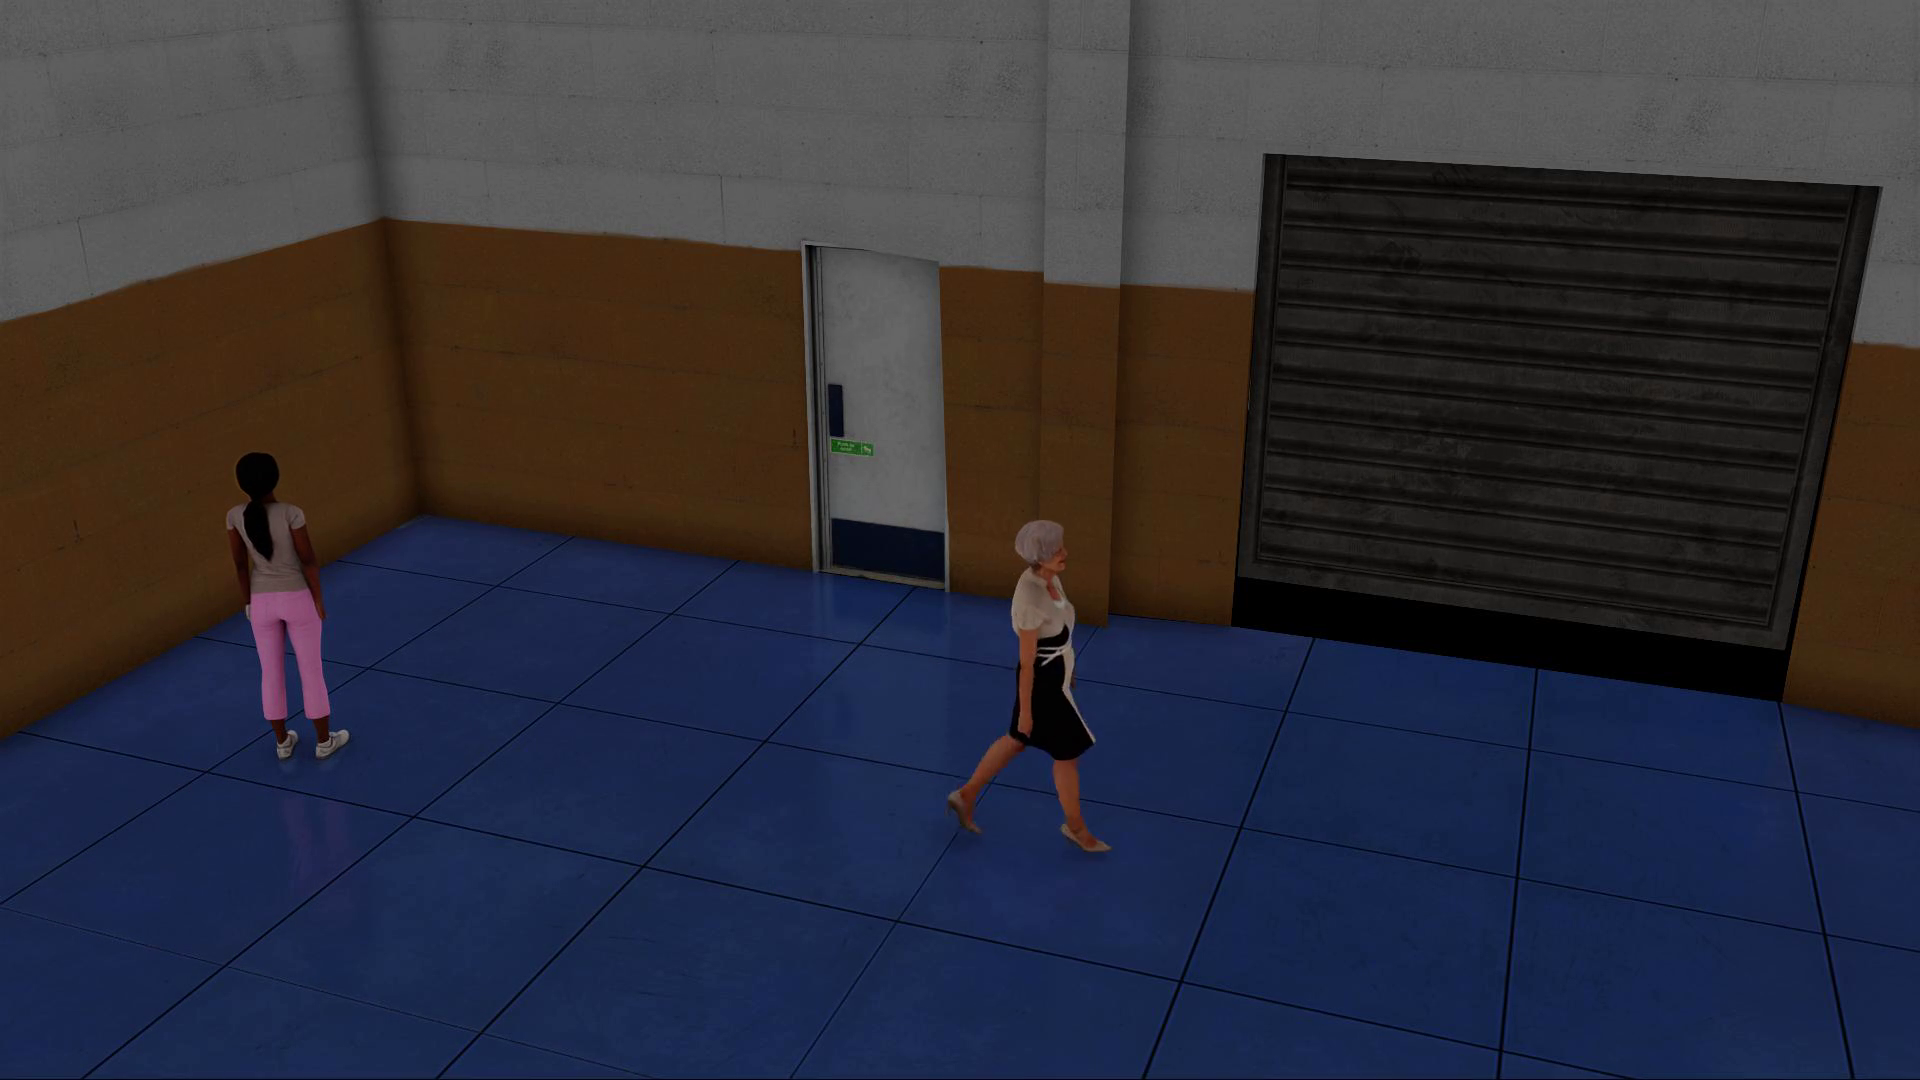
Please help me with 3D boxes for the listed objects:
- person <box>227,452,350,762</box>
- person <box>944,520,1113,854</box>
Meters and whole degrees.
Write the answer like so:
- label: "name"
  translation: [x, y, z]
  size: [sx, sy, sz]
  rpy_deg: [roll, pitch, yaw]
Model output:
- label: "person"
  translation: [-3.590, 0.351, 8.812]
  size: [0.567, 1.742, 0.697]
  rpy_deg: [-1, 22, -1]
- label: "person"
  translation: [0.287, 0.719, 7.925]
  size: [1.124, 1.719, 0.806]
  rpy_deg: [2, 22, 5]
